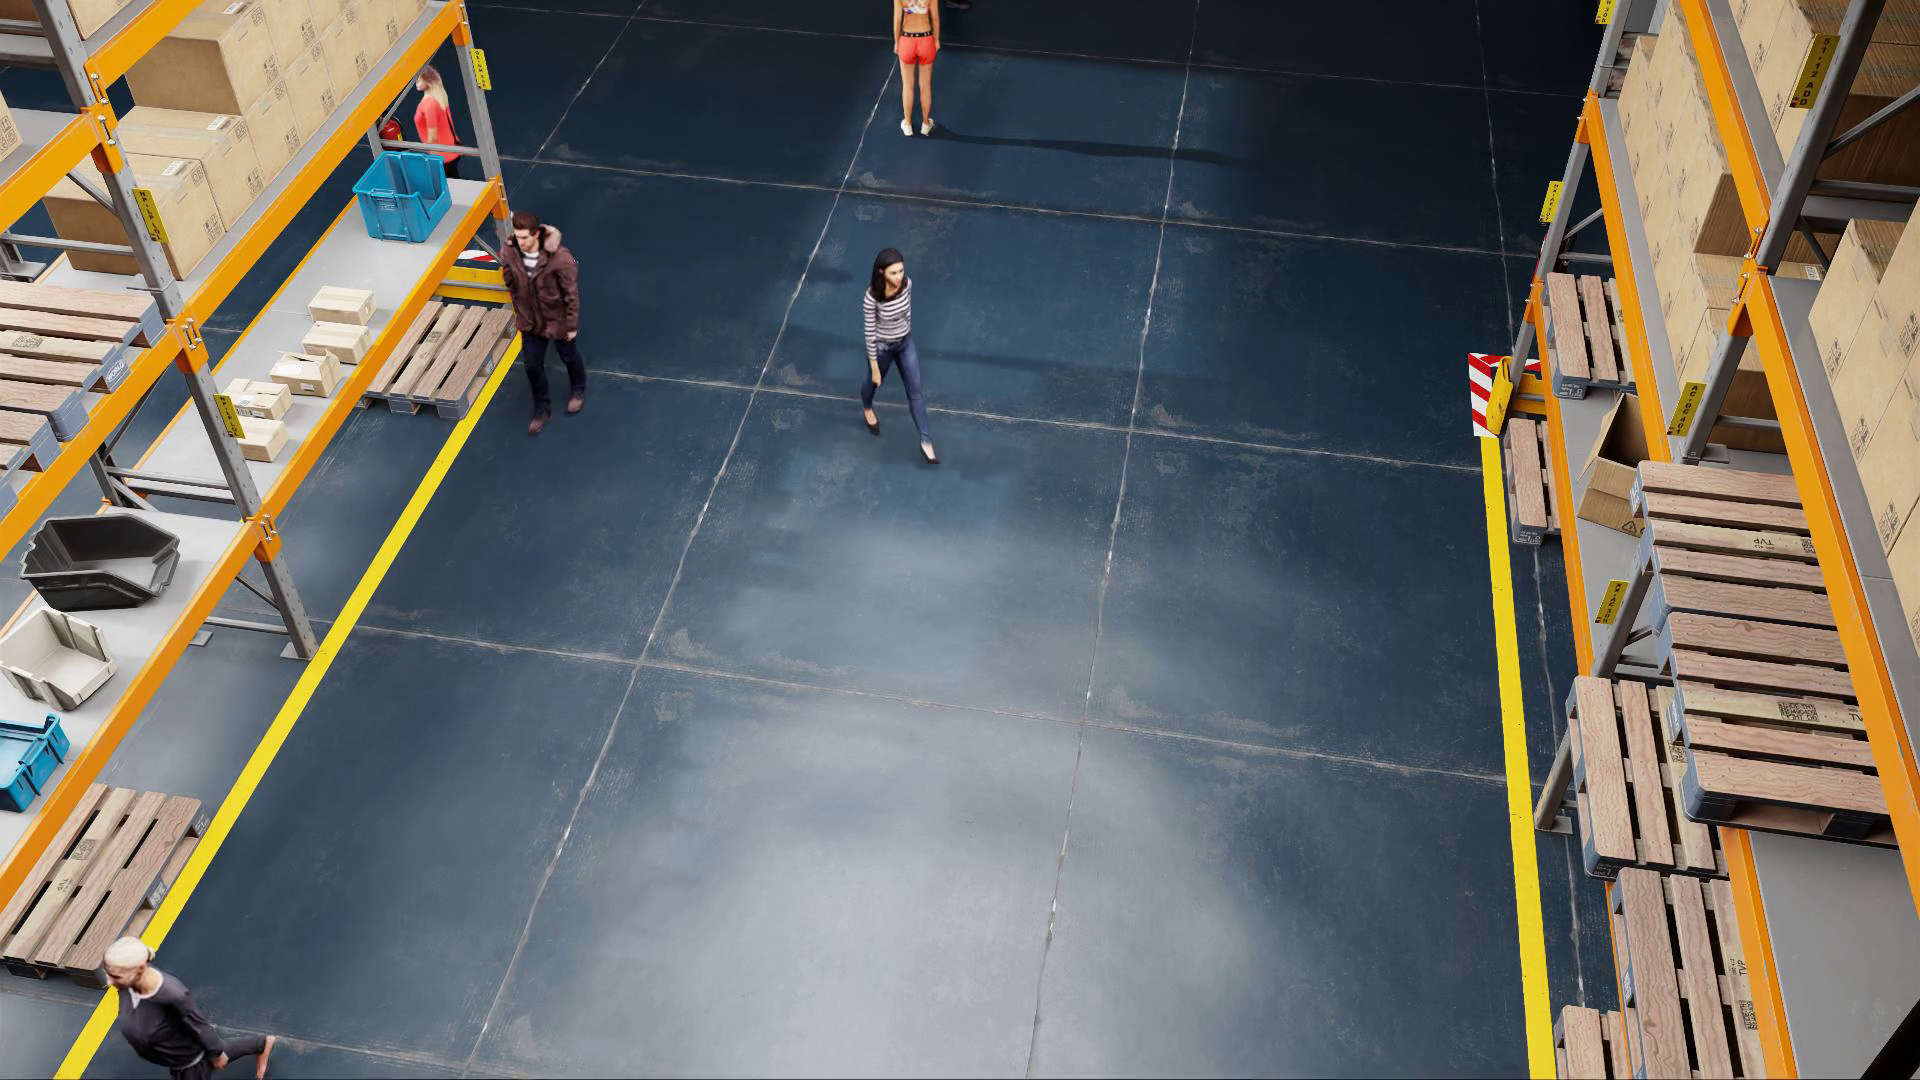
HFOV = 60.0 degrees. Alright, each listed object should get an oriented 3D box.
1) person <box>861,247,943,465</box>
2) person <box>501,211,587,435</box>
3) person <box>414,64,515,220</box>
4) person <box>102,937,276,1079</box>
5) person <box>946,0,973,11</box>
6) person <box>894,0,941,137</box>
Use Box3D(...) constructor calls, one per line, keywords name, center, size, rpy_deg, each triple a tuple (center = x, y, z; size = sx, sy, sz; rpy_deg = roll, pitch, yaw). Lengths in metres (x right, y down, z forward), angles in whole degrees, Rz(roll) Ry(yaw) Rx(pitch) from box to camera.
Box3D(name="person", center=(-0.575, -1.407, 12.244), size=(1.132, 1.739, 1.155), rpy_deg=(-29, 51, -27))
Box3D(name="person", center=(-3.065, -1.732, 12.524), size=(0.745, 1.822, 0.833), rpy_deg=(7, 44, 7))
Box3D(name="person", center=(-4.338, -3.303, 14.281), size=(0.872, 1.674, 1.063), rpy_deg=(-3, 44, -3))
Box3D(name="person", center=(-3.814, 2.437, 8.241), size=(0.827, 1.695, 1.142), rpy_deg=(19, 47, 19))
Box3D(name="person", center=(-0.058, -6.596, 17.599), size=(0.905, 1.865, 0.754), rpy_deg=(-6, 44, -6))
Box3D(name="person", center=(-0.405, -4.625, 15.584), size=(0.636, 1.791, 0.633), rpy_deg=(0, 44, 0))
